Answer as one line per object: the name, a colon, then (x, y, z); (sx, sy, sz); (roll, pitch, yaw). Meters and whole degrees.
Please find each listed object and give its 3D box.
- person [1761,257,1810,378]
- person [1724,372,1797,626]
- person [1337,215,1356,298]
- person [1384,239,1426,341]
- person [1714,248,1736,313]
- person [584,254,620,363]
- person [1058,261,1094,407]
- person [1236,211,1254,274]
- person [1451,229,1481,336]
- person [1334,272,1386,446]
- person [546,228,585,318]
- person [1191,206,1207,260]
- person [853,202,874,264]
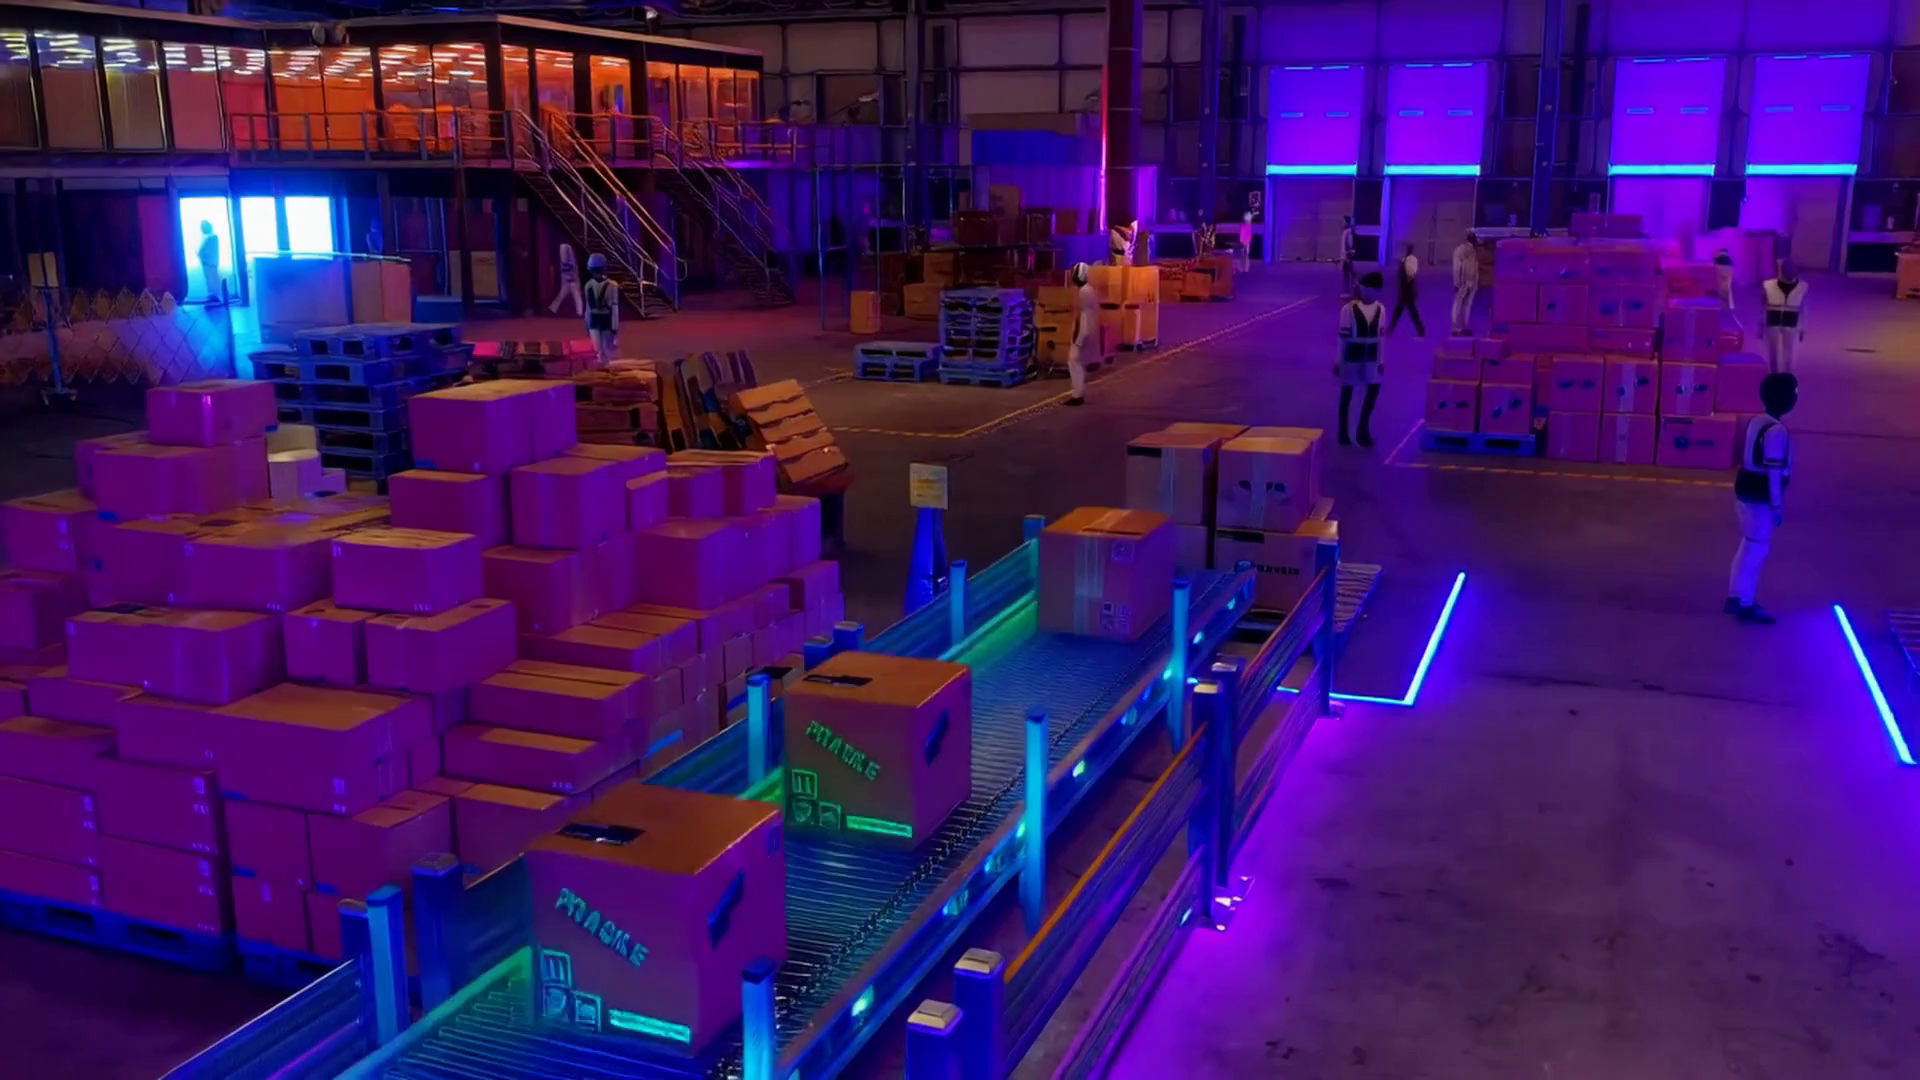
person: (10.804, -2.764, 21.841); (0.586, 1.875, 0.904); (5, 14, 21)
person: (5.375, -0.281, 11.149); (0.320, 1.693, 0.537); (2, 13, 10)
person: (9.173, -6.723, 39.452); (0.404, 1.944, 0.614); (7, 15, 30)
person: (7.859, -4.414, 29.450); (0.985, 1.791, 0.534); (-1, 13, -3)
person: (12.852, -4.042, 27.967); (0.489, 1.709, 0.840); (-5, 14, -23)
person: (-4.719, -2.792, 21.882); (0.539, 1.930, 0.391); (5, 14, 23)
person: (1.500, -2.640, 21.339); (0.410, 1.864, 0.535); (3, 13, 14)
person: (8.272, -8.577, 48.084); (0.597, 1.811, 0.642); (7, 14, 28)
person: (9.252, -4.696, 30.380); (0.627, 1.940, 0.370); (-7, 14, -28)
person: (4.388, -1.967, 18.195); (0.622, 1.906, 0.678); (-2, 13, -10)
person: (-7.997, -5.408, 33.775); (0.571, 1.856, 0.832); (11, 17, 41)
person: (7.329, -9.271, 50.951); (0.405, 1.918, 0.590); (-11, 17, -41)
person: (-3.123, -9.903, 53.666); (0.645, 1.974, 0.624); (0, 13, 2)
